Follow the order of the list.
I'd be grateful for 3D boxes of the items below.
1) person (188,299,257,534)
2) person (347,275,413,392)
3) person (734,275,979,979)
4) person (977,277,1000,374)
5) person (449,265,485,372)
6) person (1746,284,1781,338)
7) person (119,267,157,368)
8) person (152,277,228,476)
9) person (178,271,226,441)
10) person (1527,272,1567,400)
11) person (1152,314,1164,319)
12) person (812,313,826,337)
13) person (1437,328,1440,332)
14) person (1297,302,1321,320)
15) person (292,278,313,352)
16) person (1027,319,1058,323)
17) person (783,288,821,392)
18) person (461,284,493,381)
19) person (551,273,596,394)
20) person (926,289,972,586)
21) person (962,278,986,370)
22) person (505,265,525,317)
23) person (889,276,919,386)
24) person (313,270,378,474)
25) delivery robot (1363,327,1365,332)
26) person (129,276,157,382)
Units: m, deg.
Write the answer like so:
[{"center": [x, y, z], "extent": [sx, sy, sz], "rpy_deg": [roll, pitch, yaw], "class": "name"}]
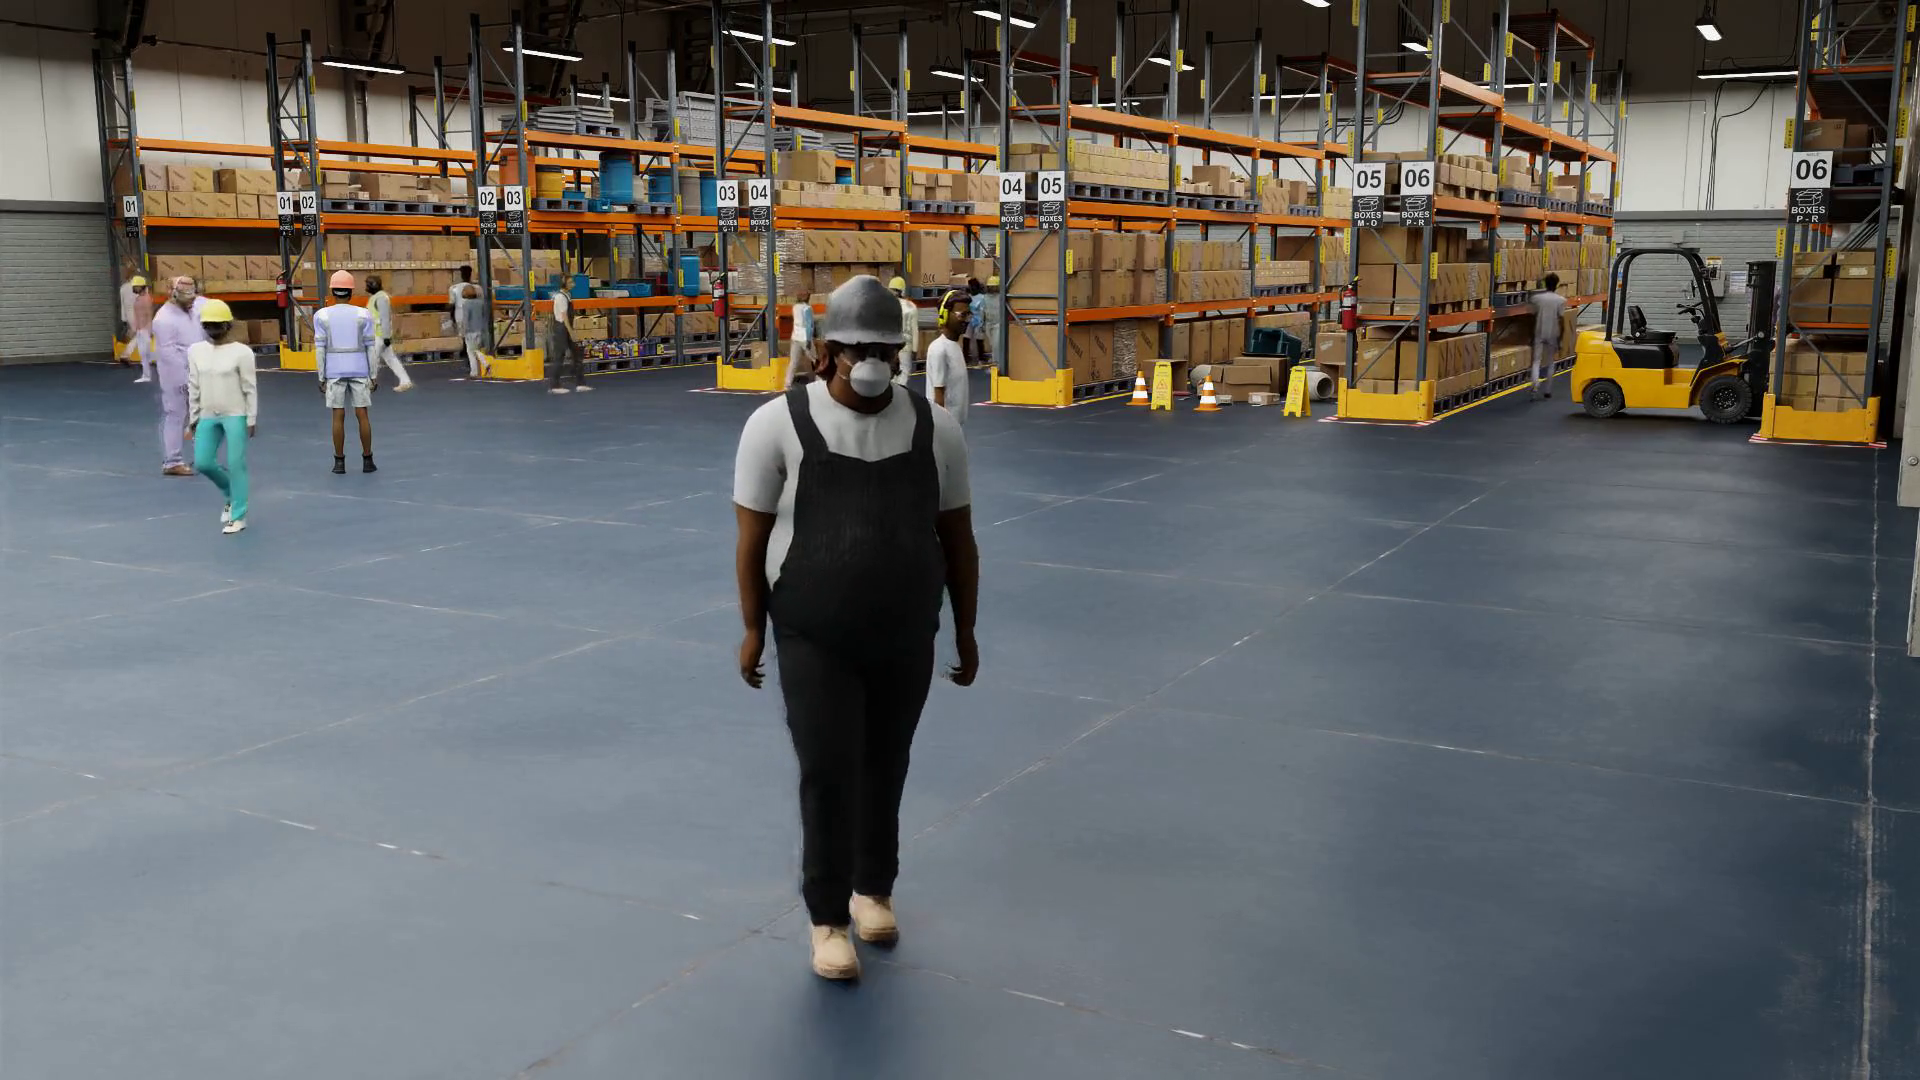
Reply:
[{"center": [-5.527, -0.928, 12.492], "extent": [0.549, 1.752, 0.407], "rpy_deg": [1, 10, 6], "class": "person"}, {"center": [-8.826, -3.128, 25.291], "extent": [0.971, 1.796, 0.644], "rpy_deg": [-5, 11, -25], "class": "person"}, {"center": [-0.255, 0.241, 4.827], "extent": [0.713, 2.000, 0.702], "rpy_deg": [-3, 10, -20], "class": "person"}, {"center": [0.539, -3.760, 29.247], "extent": [0.491, 1.707, 0.835], "rpy_deg": [7, 12, 34], "class": "person"}, {"center": [-8.893, -4.007, 30.047], "extent": [0.615, 1.928, 0.976], "rpy_deg": [-1, 10, -5], "class": "person"}, {"center": [13.942, -3.793, 28.812], "extent": [0.585, 1.921, 0.392], "rpy_deg": [5, 11, 29], "class": "person"}, {"center": [-15.414, -4.156, 31.095], "extent": [0.658, 1.872, 0.936], "rpy_deg": [5, 11, 25], "class": "person"}, {"center": [-7.268, -1.526, 15.650], "extent": [0.625, 1.878, 0.662], "rpy_deg": [1, 10, 6], "class": "person"}, {"center": [-8.675, -2.111, 19.023], "extent": [0.637, 1.913, 0.902], "rpy_deg": [4, 11, 24], "class": "person"}, {"center": [8.421, -2.924, 23.916], "extent": [0.522, 1.849, 0.781], "rpy_deg": [4, 10, 21], "class": "person"}, {"center": [3.947, -4.449, 32.668], "extent": [0.546, 1.916, 0.842], "rpy_deg": [7, 12, 35], "class": "person"}, {"center": [-2.578, -3.920, 29.524], "extent": [0.625, 1.931, 0.369], "rpy_deg": [0, 10, -3], "class": "person"}, {"center": [8.967, -4.278, 31.629], "extent": [0.577, 1.923, 0.533], "rpy_deg": [8, 13, 41], "class": "person"}, {"center": [8.099, -5.403, 38.316], "extent": [0.762, 1.890, 0.621], "rpy_deg": [-8, 12, -38], "class": "person"}, {"center": [-13.679, -4.628, 34.534], "extent": [0.501, 1.630, 0.279], "rpy_deg": [0, 10, -1], "class": "person"}, {"center": [1.341, -3.548, 27.046], "extent": [0.606, 2.035, 0.403], "rpy_deg": [5, 11, 28], "class": "person"}, {"center": [-2.349, -3.019, 25.204], "extent": [0.826, 1.585, 0.525], "rpy_deg": [-8, 12, -39], "class": "person"}, {"center": [-8.080, -3.447, 27.660], "extent": [0.402, 1.610, 0.515], "rpy_deg": [4, 10, 20], "class": "person"}, {"center": [-5.829, -3.090, 24.976], "extent": [0.790, 1.811, 0.516], "rpy_deg": [0, 10, 0], "class": "person"}, {"center": [-0.059, -0.647, 10.543], "extent": [0.329, 1.865, 0.513], "rpy_deg": [2, 10, 10], "class": "person"}, {"center": [0.225, -3.883, 30.036], "extent": [0.549, 1.662, 0.712], "rpy_deg": [6, 11, 30], "class": "person"}, {"center": [-9.795, -5.118, 36.662], "extent": [0.587, 1.882, 0.341], "rpy_deg": [5, 11, 28], "class": "person"}, {"center": [-0.846, -2.557, 21.883], "extent": [0.596, 1.816, 0.585], "rpy_deg": [2, 10, 13], "class": "person"}, {"center": [-5.861, -1.599, 15.903], "extent": [0.552, 1.937, 0.356], "rpy_deg": [-4, 10, -21], "class": "person"}, {"center": [9.197, -4.656, 37.570], "extent": [0.707, 0.478, 0.477], "rpy_deg": [-1, 10, -8], "class": "delivery robot"}, {"center": [-13.384, -3.469, 27.402], "extent": [0.534, 1.756, 0.486], "rpy_deg": [9, 13, 43], "class": "person"}]
